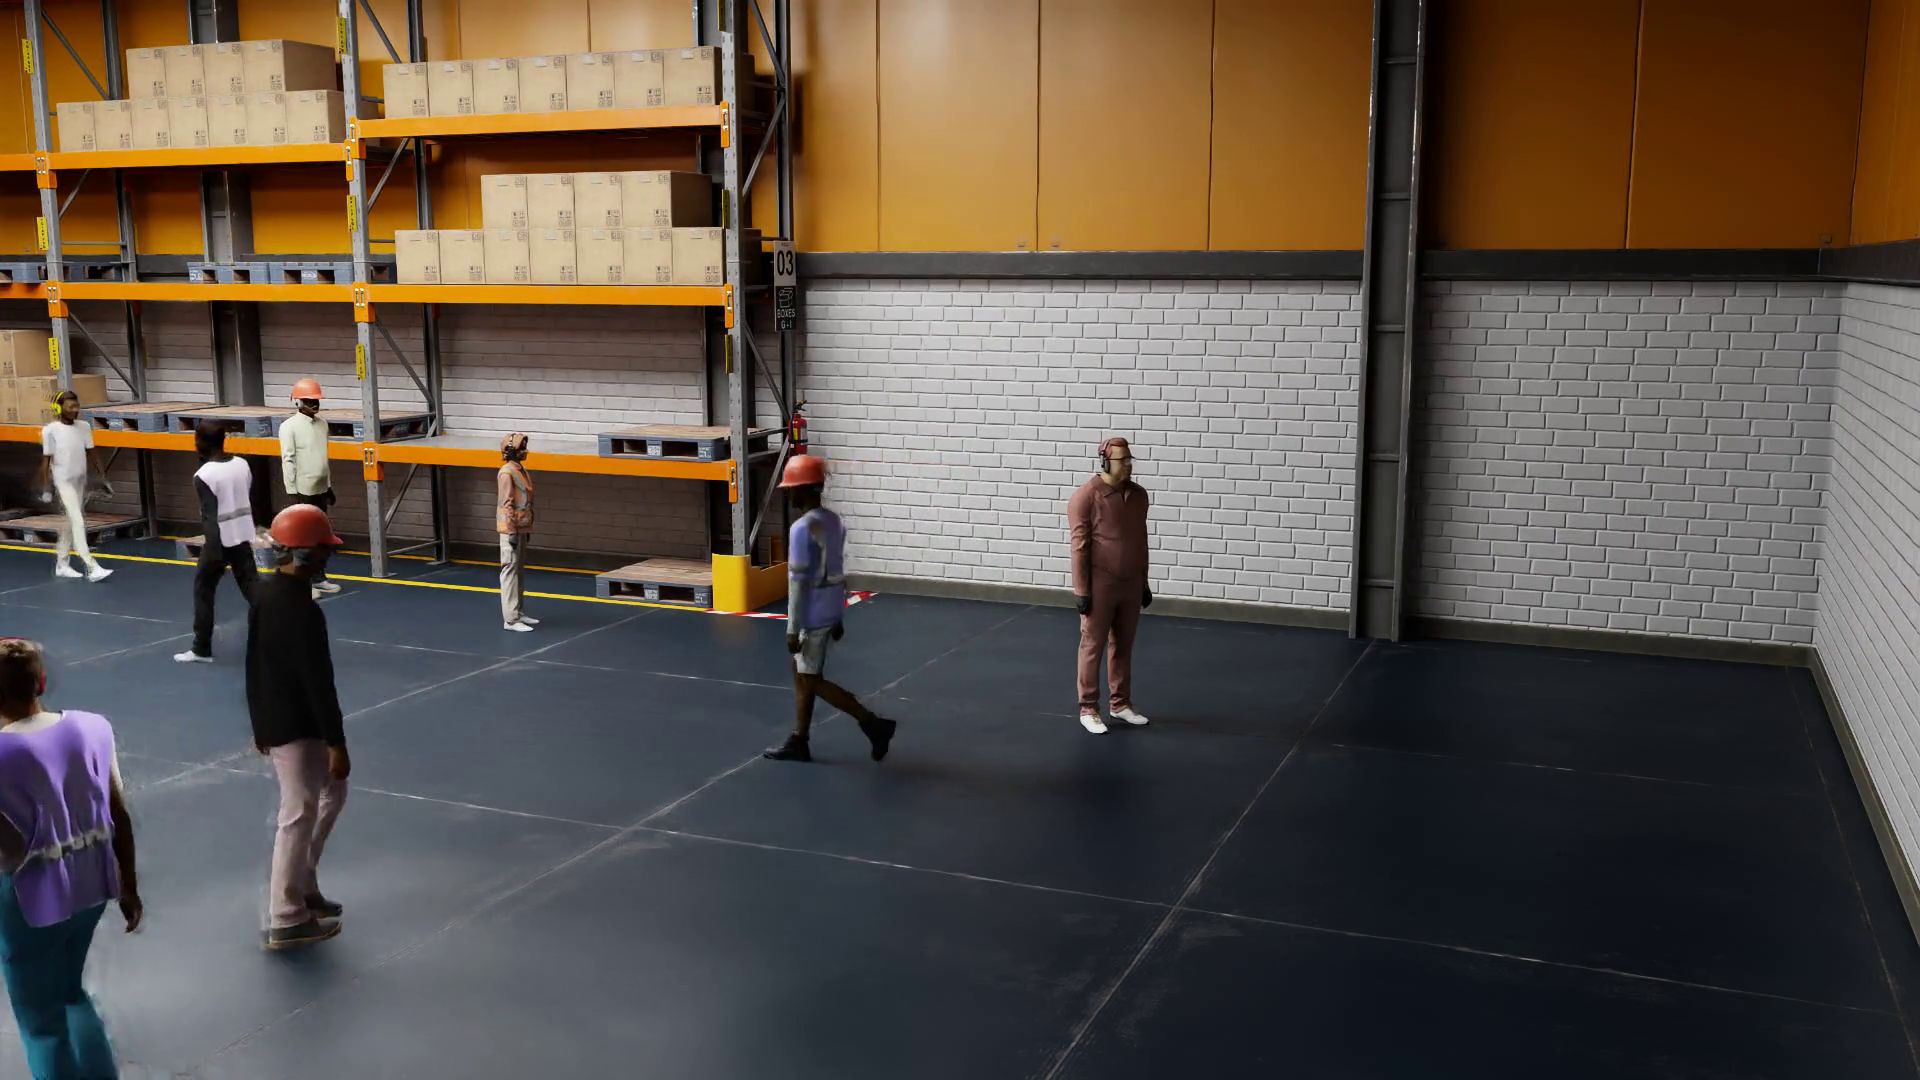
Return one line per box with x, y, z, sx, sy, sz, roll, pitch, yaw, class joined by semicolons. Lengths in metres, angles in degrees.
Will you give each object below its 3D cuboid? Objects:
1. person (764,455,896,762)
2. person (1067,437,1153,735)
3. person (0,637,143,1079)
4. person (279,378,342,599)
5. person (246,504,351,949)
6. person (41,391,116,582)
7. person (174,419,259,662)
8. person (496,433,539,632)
-0.785;0.440;9.924;0.815;1.907;0.545;3;10;18;person
1.002;0.287;10.795;0.641;1.913;0.407;-7;12;-37;person
-2.979;1.213;5.441;0.450;1.821;0.603;3;10;20;person
-5.909;-0.472;15.139;0.392;1.995;0.612;3;10;15;person
-2.887;0.820;7.353;0.522;1.974;0.656;-7;12;-37;person
-8.392;-0.507;15.884;0.940;1.827;0.541;3;10;18;person
-5.484;0.016;12.555;0.951;1.882;0.599;2;10;13;person
-3.673;-0.068;13.762;0.313;1.642;0.513;0;9;-2;person
